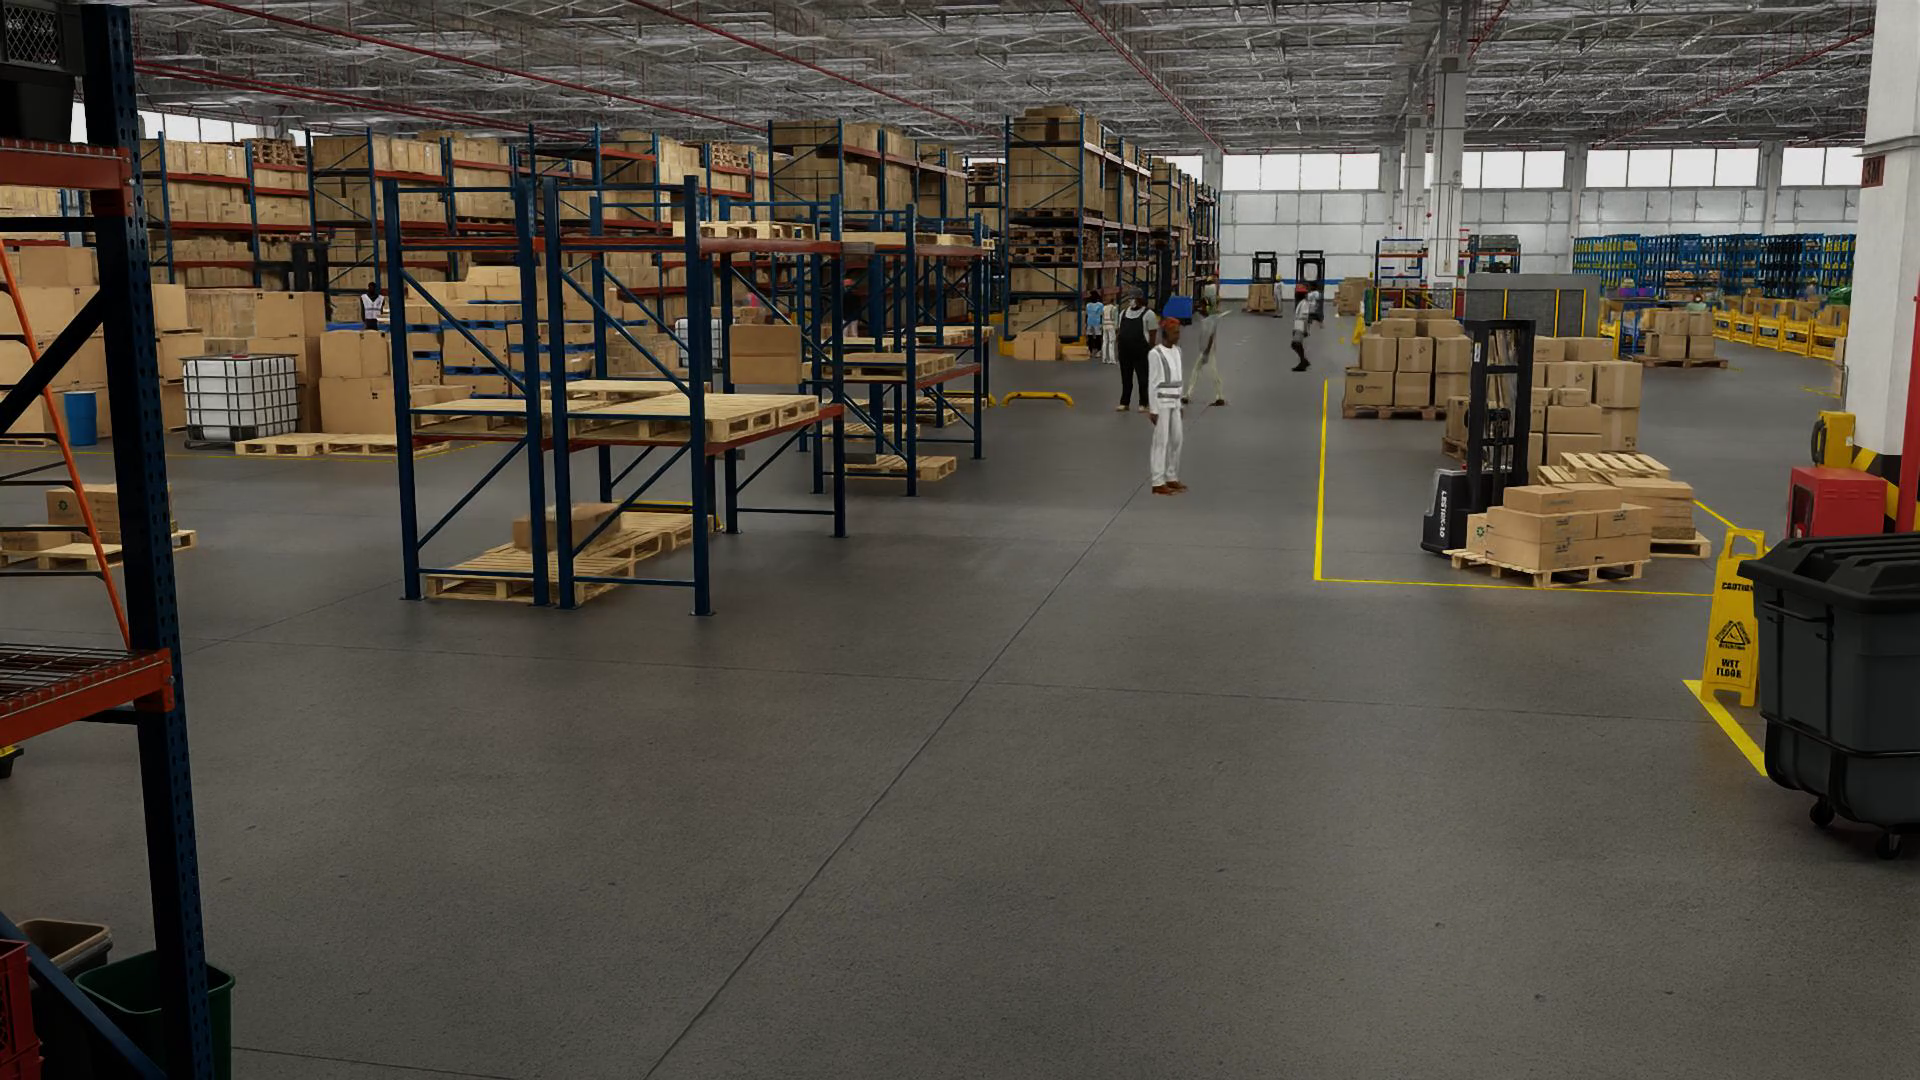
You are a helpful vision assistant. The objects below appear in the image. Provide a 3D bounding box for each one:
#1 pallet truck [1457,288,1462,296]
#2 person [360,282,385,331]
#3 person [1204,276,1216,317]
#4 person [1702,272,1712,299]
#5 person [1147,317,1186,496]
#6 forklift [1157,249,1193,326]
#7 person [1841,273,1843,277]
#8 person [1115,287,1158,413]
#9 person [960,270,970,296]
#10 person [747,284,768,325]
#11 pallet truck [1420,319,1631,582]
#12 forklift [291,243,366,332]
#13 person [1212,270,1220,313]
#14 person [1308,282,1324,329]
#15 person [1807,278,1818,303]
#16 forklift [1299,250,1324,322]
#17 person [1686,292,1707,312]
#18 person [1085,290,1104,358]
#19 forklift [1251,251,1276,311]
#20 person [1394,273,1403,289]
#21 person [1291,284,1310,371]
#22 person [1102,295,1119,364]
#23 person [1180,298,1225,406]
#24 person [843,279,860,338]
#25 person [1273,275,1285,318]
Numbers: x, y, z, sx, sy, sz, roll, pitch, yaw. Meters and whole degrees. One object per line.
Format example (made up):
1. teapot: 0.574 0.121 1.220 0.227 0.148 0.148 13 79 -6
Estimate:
1. pallet truck: 20.506 -9.785 68.819 0.653 1.274 1.630 2 10 12
2. person: -14.689 -5.501 41.658 0.587 1.911 0.397 -5 11 -26
3. person: 10.529 -10.220 70.060 0.550 1.751 0.351 6 11 30
4. person: 32.270 -10.638 71.993 0.477 1.931 0.642 6 11 33
5. person: 2.179 -1.403 17.511 0.380 1.883 0.596 7 12 34
6. forklift: 7.646 -9.320 61.395 1.873 2.768 1.129 2 10 11
7. person: 42.545 -11.979 80.302 0.476 1.811 0.628 3 10 16
8. person: 2.814 -3.084 26.953 0.707 2.000 0.535 7 12 34
9. person: 0.238 -12.545 83.279 0.545 1.938 0.360 -2 10 -14
10. person: -5.646 -6.234 46.333 0.624 1.802 0.949 2 10 12
11. pallet truck: 4.543 -0.757 13.299 0.823 1.965 1.885 -4 10 -22
12. forklift: -14.053 -5.069 36.223 1.873 2.768 1.129 2 10 12
13. person: 11.771 -11.423 76.468 0.377 1.995 0.608 -1 10 -6
14. person: 12.653 -8.353 59.243 0.757 1.674 0.537 -2 10 -12
15. person: 33.750 -9.478 65.708 0.768 1.734 0.539 0 10 0
16. forklift: 13.778 -10.002 65.433 1.129 2.768 1.873 2 10 12
17. person: 19.320 -5.671 43.582 0.502 1.600 0.795 1 10 7
18. person: 3.364 -5.415 41.771 0.541 1.695 0.314 7 12 36
19. forklift: 13.932 -11.786 76.001 1.129 2.768 1.873 2 10 12
20. person: 16.798 -9.231 63.658 0.355 1.939 0.543 1 10 5
21. person: 7.477 -4.669 36.681 0.407 1.918 0.555 1 10 5
22. person: 3.551 -4.976 39.339 0.308 1.641 0.516 -7 12 -37
23. person: 4.067 -3.131 27.878 0.961 1.817 0.551 -4 10 -20
24. person: -2.792 -5.526 41.596 0.615 1.987 0.403 -4 10 -23
25. person: 13.448 -10.282 70.228 0.404 1.826 0.600 -5 11 -29
